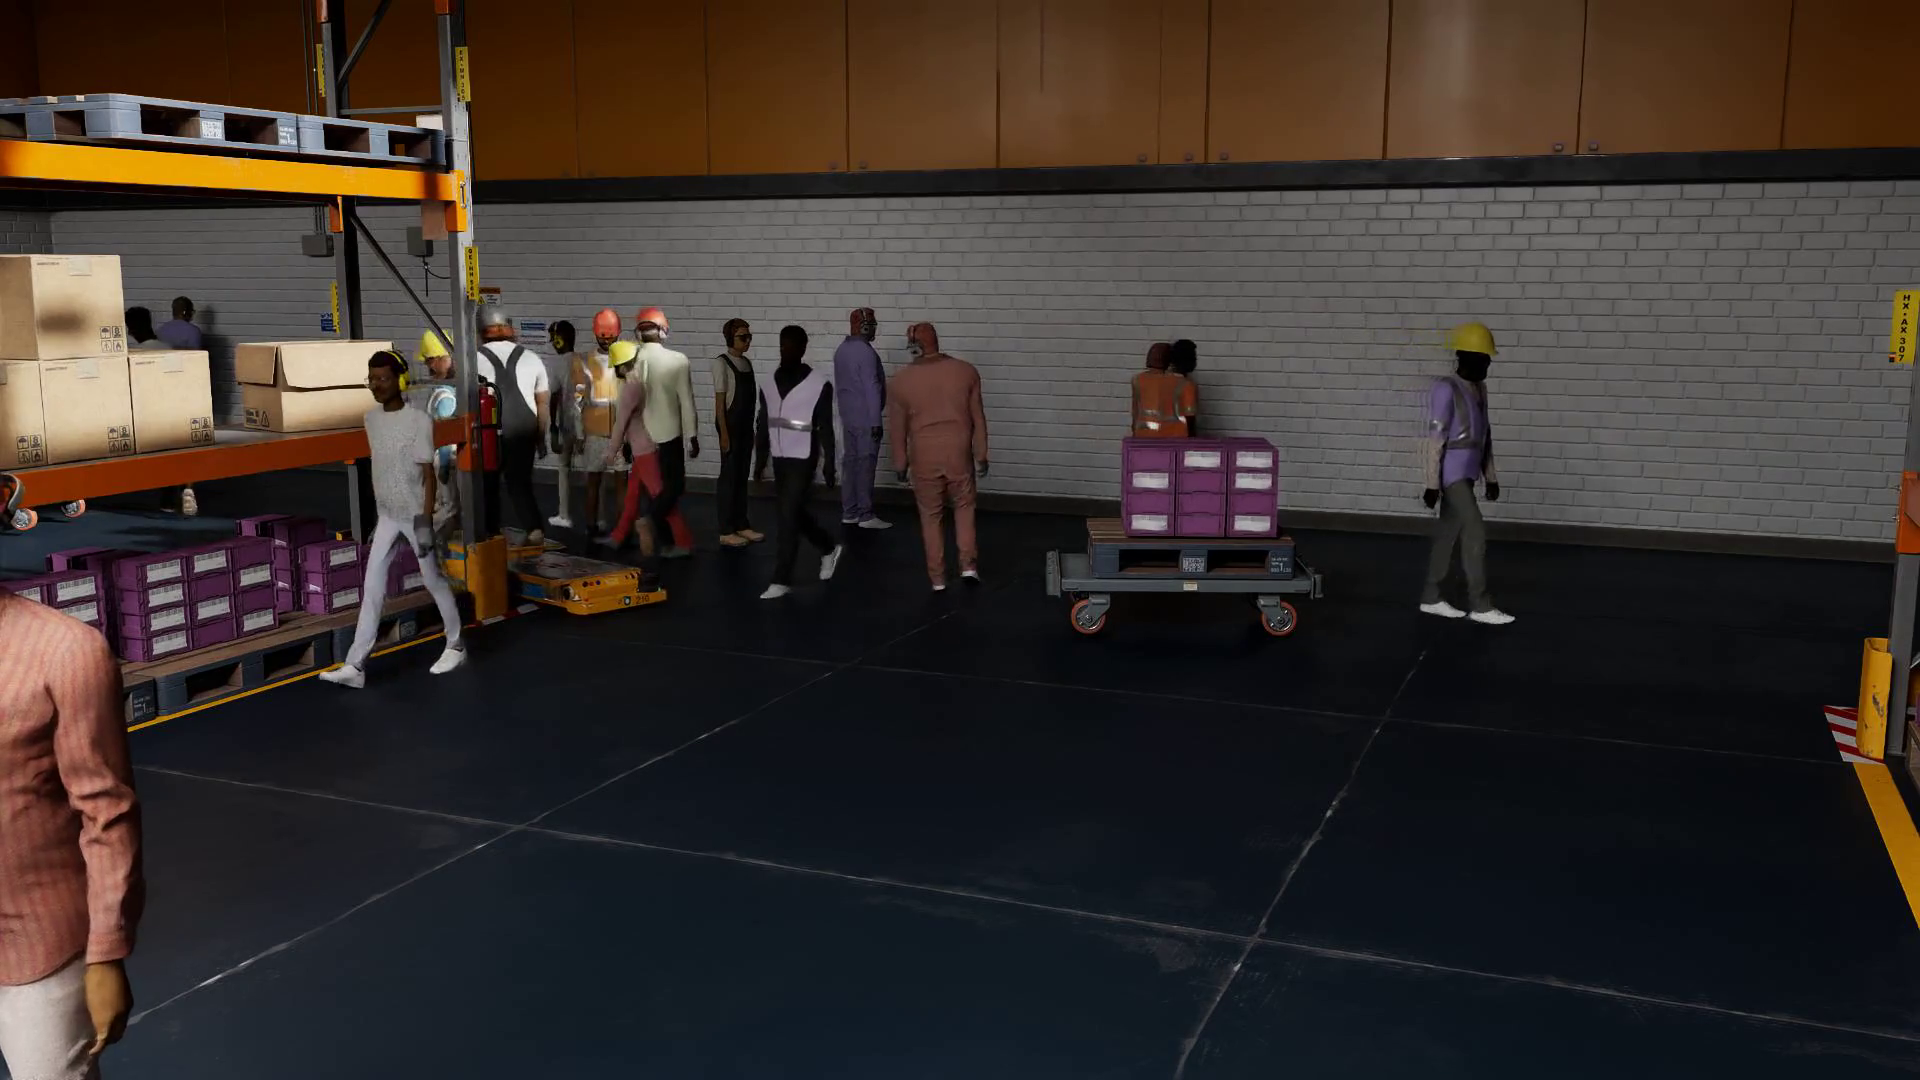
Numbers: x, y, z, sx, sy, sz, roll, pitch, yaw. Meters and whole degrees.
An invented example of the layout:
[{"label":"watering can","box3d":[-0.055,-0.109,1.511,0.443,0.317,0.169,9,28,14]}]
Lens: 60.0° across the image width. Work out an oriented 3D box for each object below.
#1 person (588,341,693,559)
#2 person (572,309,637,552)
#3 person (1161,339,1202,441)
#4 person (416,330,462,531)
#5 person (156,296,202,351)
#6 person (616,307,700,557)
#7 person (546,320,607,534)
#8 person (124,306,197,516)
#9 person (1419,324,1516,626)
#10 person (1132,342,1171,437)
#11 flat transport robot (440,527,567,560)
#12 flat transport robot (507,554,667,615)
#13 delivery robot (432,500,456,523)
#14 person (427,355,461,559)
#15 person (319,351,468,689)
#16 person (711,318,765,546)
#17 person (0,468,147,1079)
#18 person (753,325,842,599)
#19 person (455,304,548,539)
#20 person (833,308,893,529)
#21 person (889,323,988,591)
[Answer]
[{"label":"person","box3d":[-2.484,-0.679,12.797,0.897,1.693,0.547,1,9,3]},{"label":"person","box3d":[-2.788,-0.864,13.220,0.543,1.928,0.372,-3,10,-19]},{"label":"person","box3d":[1.742,-0.794,13.520,0.622,1.680,0.541,-2,10,-10]},{"label":"person","box3d":[-3.955,-0.727,12.850,0.598,1.776,0.623,-3,10,-19]},{"label":"person","box3d":[-8.585,-1.728,18.439,0.627,1.935,0.372,4,10,25]},{"label":"person","box3d":[-2.344,-0.794,12.707,0.657,1.952,0.800,2,10,14]},{"label":"person","box3d":[-3.279,-0.953,14.127,0.510,1.813,0.960,-7,12,-37]},{"label":"person","box3d":[-7.191,-1.155,15.021,0.646,1.915,0.918,-7,12,-35]},{"label":"person","box3d":[3.281,-0.404,10.508,0.786,1.899,0.612,7,12,36]},{"label":"person","box3d":[1.656,-0.839,13.973,0.517,1.628,0.330,8,12,40]},{"label":"flat transport robot","box3d":[-3.523,0.078,12.518,0.652,0.197,1.431,-7,12,-36]},{"label":"flat transport robot","box3d":[-2.703,0.277,11.316,1.431,0.197,0.652,8,12,41]},{"label":"delivery robot","box3d":[-4.314,-0.230,13.243,0.477,0.478,0.707,-8,12,-41]},{"label":"person","box3d":[-3.872,-0.562,12.334,0.464,1.619,0.529,-3,10,-17]},{"label":"person","box3d":[-3.038,-0.110,8.990,0.564,1.813,0.993,4,10,25]},{"label":"person","box3d":[-1.811,-0.879,13.558,0.346,1.846,0.507,4,10,22]},{"label":"person","box3d":[-1.859,0.764,3.162,0.613,1.991,0.391,2,10,10]},{"label":"person","box3d":[-1.109,-0.568,11.629,0.589,1.876,0.931,6,11,33]},{"label":"person","box3d":[-3.488,-0.833,12.689,0.707,2.000,0.808,-5,11,-28]},{"label":"person","box3d":[-0.830,-1.049,14.402,0.409,1.907,0.651,-5,11,-30]},{"label":"person","box3d":[-0.150,-0.561,11.556,0.685,1.885,0.398,-1,9,-8]}]
